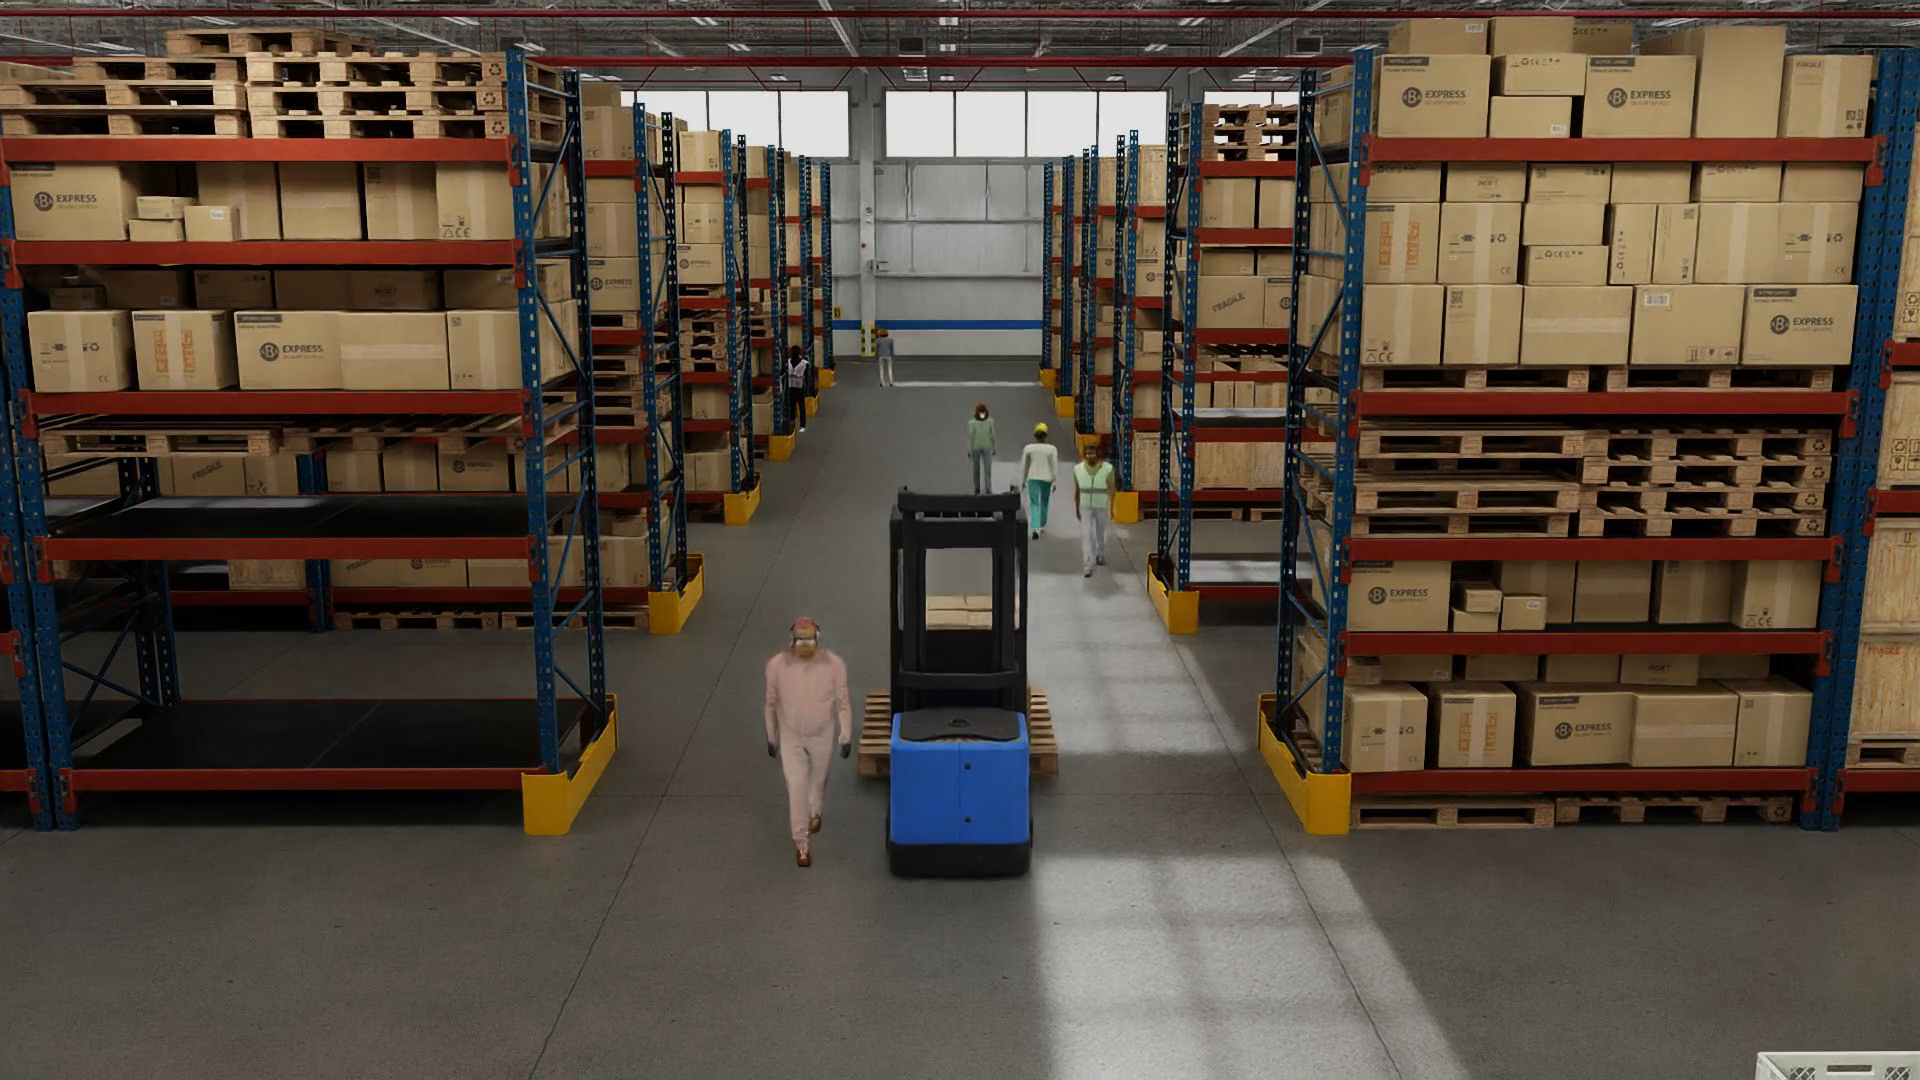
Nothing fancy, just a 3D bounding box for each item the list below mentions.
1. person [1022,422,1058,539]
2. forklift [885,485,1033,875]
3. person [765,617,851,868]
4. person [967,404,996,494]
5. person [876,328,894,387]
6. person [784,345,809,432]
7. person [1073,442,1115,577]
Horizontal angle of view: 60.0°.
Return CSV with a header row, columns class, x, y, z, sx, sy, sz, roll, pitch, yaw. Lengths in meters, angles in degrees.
class,x,y,z,sx,sy,sz,roll,pitch,yaw
person,1.200,-0.905,25.042,0.528,1.727,0.878,1,11,4
forklift,-0.008,0.969,12.899,1.129,2.768,1.873,0,11,0
person,-1.176,1.482,12.892,0.654,1.869,0.956,-2,12,-10
person,0.366,-1.532,28.501,0.524,1.579,0.870,-2,12,-10
person,-2.055,-5.004,45.611,0.506,1.631,0.288,0,11,2
person,-3.596,-3.329,36.589,0.591,1.921,0.391,4,12,19
person,1.831,-0.457,22.645,0.576,1.816,0.903,2,12,8
